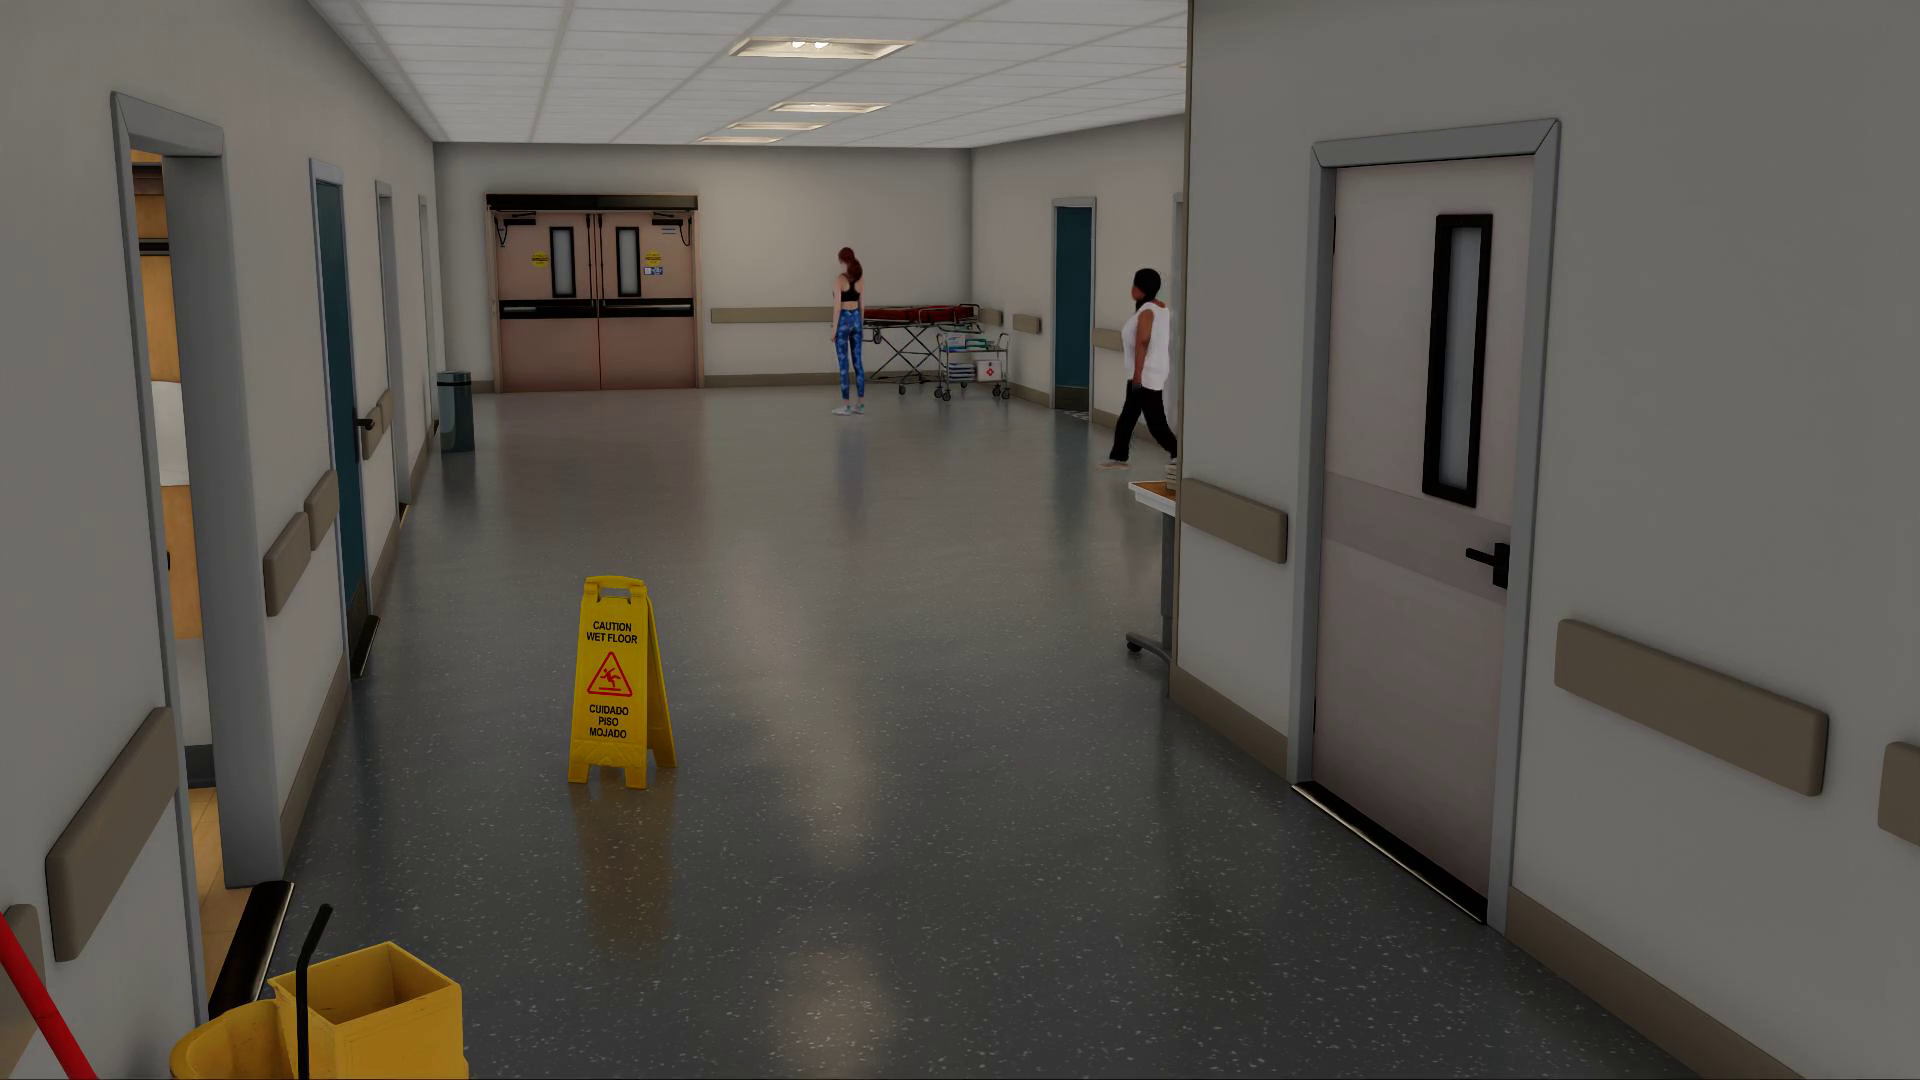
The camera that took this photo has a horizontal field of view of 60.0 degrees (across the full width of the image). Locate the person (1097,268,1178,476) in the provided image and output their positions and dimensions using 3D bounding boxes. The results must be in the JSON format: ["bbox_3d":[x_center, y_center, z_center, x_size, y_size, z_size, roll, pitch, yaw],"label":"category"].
[{"bbox_3d":[1.554,-1.335,13.465,1.097,1.655,1.110,4,11,21],"label":"person"}]

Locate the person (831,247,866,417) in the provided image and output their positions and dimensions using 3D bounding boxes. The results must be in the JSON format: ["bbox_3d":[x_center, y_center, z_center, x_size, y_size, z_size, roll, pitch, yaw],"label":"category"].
[{"bbox_3d":[-1.201,-2.248,17.921,0.665,1.788,0.704,-9,14,-38],"label":"person"}]
